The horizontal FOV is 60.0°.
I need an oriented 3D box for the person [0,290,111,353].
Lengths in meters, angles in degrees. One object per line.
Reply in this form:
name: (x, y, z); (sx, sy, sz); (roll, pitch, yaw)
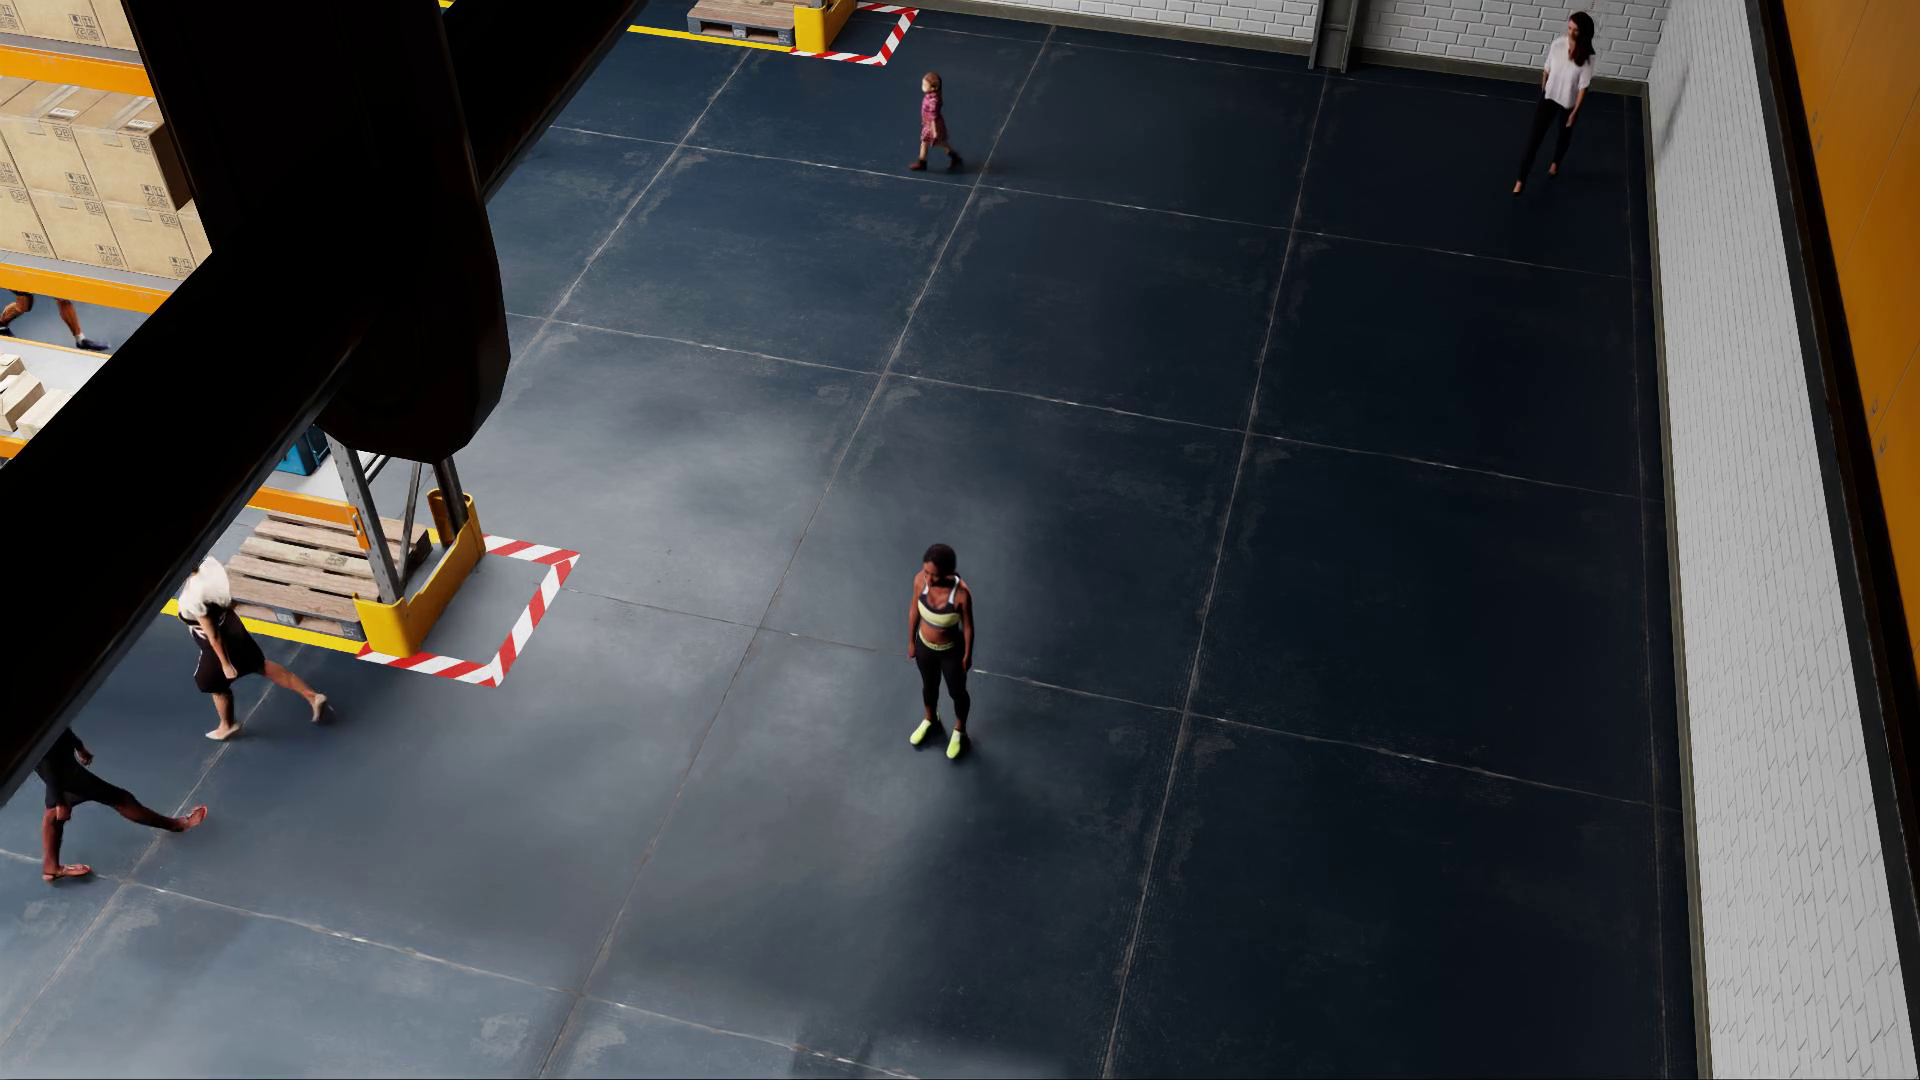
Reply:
person: (-7.583, -2.211, 13.335); (1.198, 1.739, 0.766); (5, 44, 5)

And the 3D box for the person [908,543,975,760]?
person: (-0.103, 0.654, 10.318); (0.502, 1.754, 0.664); (19, 47, 18)

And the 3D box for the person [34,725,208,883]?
person: (-5.261, 1.391, 9.612); (1.272, 1.659, 1.212); (-19, 47, -19)

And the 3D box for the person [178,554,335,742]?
person: (-4.469, 0.635, 10.359); (1.166, 1.722, 0.897); (-3, 44, -3)

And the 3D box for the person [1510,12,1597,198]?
person: (5.541, -4.016, 15.229); (1.144, 1.739, 0.940); (25, 49, 24)

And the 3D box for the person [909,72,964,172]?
person: (-0.204, -3.928, 15.664); (0.761, 1.012, 0.495); (4, 44, 4)

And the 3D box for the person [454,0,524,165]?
person: (-4.452, -4.376, 15.627); (0.790, 1.712, 0.757); (-14, 45, -14)
